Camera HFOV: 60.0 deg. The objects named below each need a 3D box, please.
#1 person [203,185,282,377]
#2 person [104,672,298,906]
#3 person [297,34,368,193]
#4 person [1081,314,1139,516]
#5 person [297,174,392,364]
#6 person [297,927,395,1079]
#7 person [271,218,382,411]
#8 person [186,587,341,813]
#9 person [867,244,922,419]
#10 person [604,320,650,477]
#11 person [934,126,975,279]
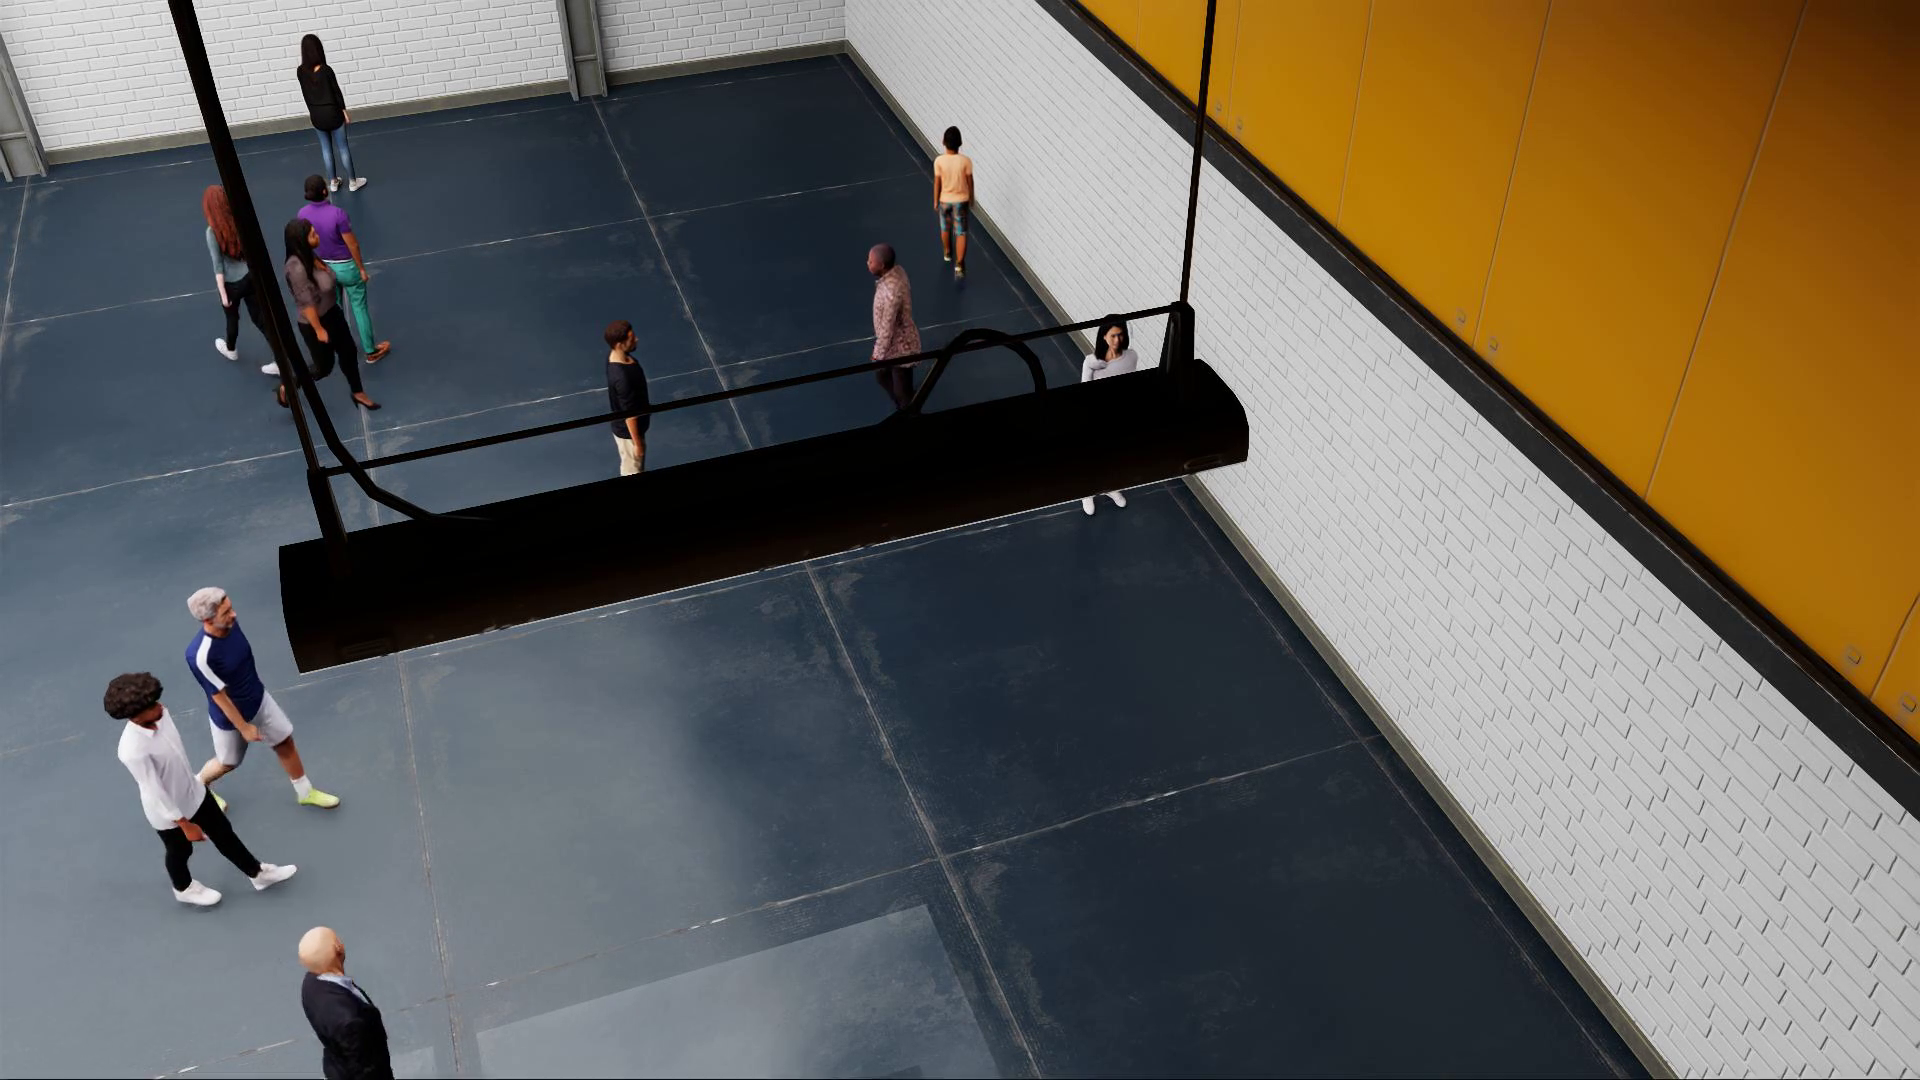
[{"bbox_3d":[-6.064,-2.154,14.203,1.129,1.685,1.092,16,41,19],"label":"person"},{"bbox_3d":[-4.591,1.485,9.568,1.055,1.782,0.875,1,39,1],"label":"person"},{"bbox_3d":[-6.467,-4.355,16.992,0.578,1.644,0.695,2,39,3],"label":"person"},{"bbox_3d":[1.131,-0.978,12.717,0.485,1.701,0.669,-14,41,-17],"label":"person"},{"bbox_3d":[-5.372,-2.338,14.367,0.656,1.767,0.778,4,39,5],"label":"person"},{"bbox_3d":[-2.907,2.647,8.129,0.710,1.761,0.890,-13,40,-16],"label":"person"},{"bbox_3d":[-5.328,-1.756,13.599,1.141,1.816,0.878,0,39,0],"label":"person"},{"bbox_3d":[-4.488,1.029,10.125,1.264,1.800,1.007,5,39,7],"label":"person"},{"bbox_3d":[-0.390,-1.559,13.377,0.778,1.784,0.778,-1,39,-1],"label":"person"},{"bbox_3d":[-2.482,-0.839,12.422,0.533,1.851,0.635,-11,40,-14],"label":"person"},{"bbox_3d":[-0.055,-3.162,15.661,0.947,1.440,0.831,2,39,3],"label":"person"}]
